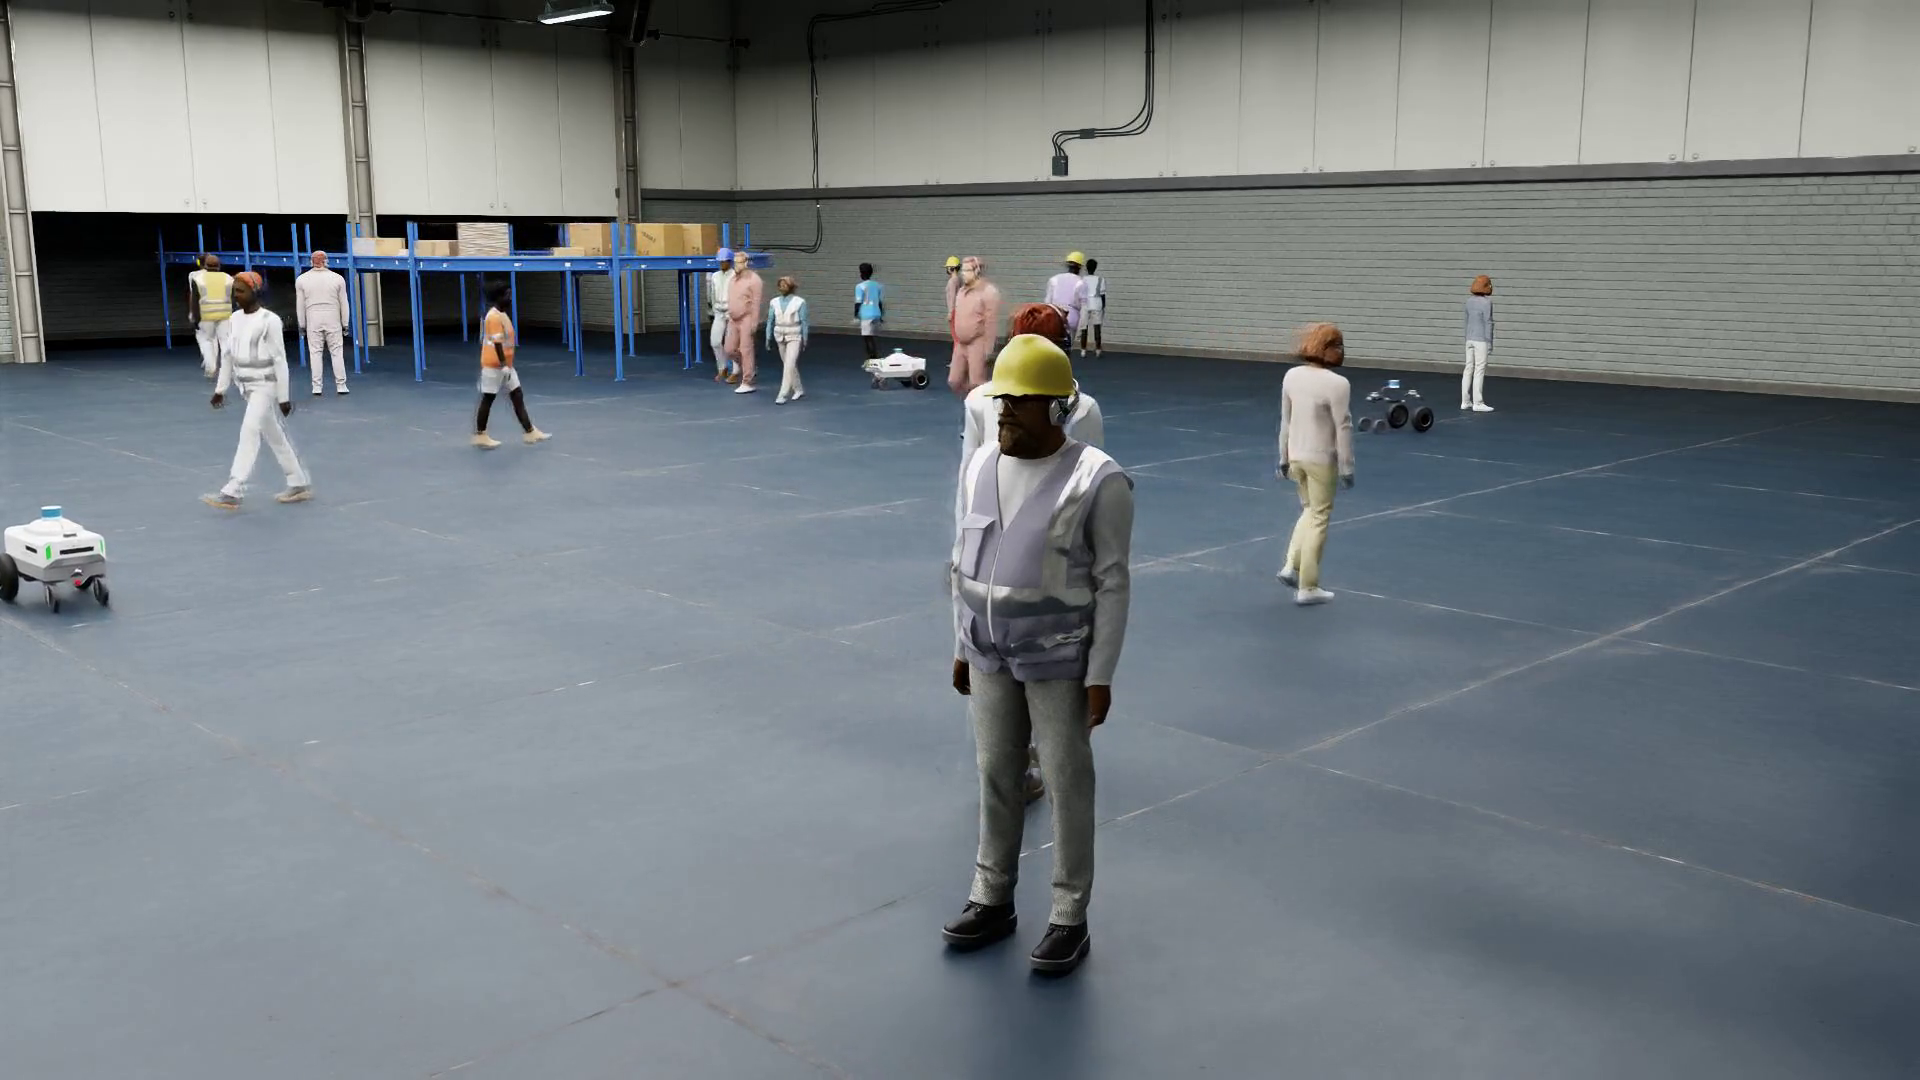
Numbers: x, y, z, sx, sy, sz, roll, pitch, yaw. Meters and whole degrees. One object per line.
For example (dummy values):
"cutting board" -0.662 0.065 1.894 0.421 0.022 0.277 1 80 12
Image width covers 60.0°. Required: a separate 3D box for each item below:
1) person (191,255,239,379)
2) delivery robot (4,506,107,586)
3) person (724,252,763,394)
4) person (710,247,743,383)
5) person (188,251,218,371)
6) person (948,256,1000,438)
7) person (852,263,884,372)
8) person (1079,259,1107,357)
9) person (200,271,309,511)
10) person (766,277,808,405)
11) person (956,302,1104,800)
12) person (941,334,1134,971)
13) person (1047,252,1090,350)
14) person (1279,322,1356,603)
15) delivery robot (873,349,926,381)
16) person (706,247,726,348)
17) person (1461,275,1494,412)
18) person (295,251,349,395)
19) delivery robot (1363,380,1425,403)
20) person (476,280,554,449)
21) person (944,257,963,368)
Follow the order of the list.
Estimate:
"person" -10.932 -3.259 24.409 0.648 1.814 0.765 -6 12 -31
"delivery robot" -5.275 0.046 9.690 0.707 0.478 0.477 9 14 42
"person" -2.919 -2.923 22.372 0.649 1.891 0.447 9 14 40
"person" -3.330 -3.210 23.823 0.606 1.928 0.508 5 11 25
"person" -11.758 -3.566 25.976 0.571 1.855 0.386 -7 12 -32
"person" 0.147 -2.024 17.481 0.452 1.895 0.648 -8 13 -38
"person" -1.460 -3.452 25.820 0.653 1.671 0.554 8 13 37
"person" 2.279 -4.029 28.939 0.540 1.695 0.317 1 10 7
"person" -5.520 -1.166 12.958 0.577 1.831 0.989 8 13 37
"person" -2.185 -2.549 21.154 0.524 1.595 0.878 4 11 23
"person" 0.350 0.035 6.324 0.614 1.856 0.802 8 13 37
"person" 0.201 0.324 4.829 0.586 1.833 0.403 8 13 36
"person" 1.463 -2.946 22.515 0.672 1.879 0.610 6 12 31
"person" 2.076 -0.444 9.597 0.353 1.617 0.520 -6 12 -30
"delivery robot" -0.849 -2.416 23.119 0.707 0.478 0.477 -5 11 -24
"person" -4.510 -4.554 31.203 0.619 1.917 0.550 9 14 41
"person" 6.284 -2.384 20.132 0.277 1.636 0.507 -3 11 -18
"person" -8.482 -2.893 22.175 0.652 1.904 0.402 -3 11 -18
"delivery robot" 4.727 -1.625 18.093 0.698 0.223 0.335 -5 12 -25
"person" -4.465 -1.734 16.502 0.830 1.653 0.544 0 10 -1
"person" -0.093 -3.644 26.647 0.328 1.769 0.526 3 11 17
